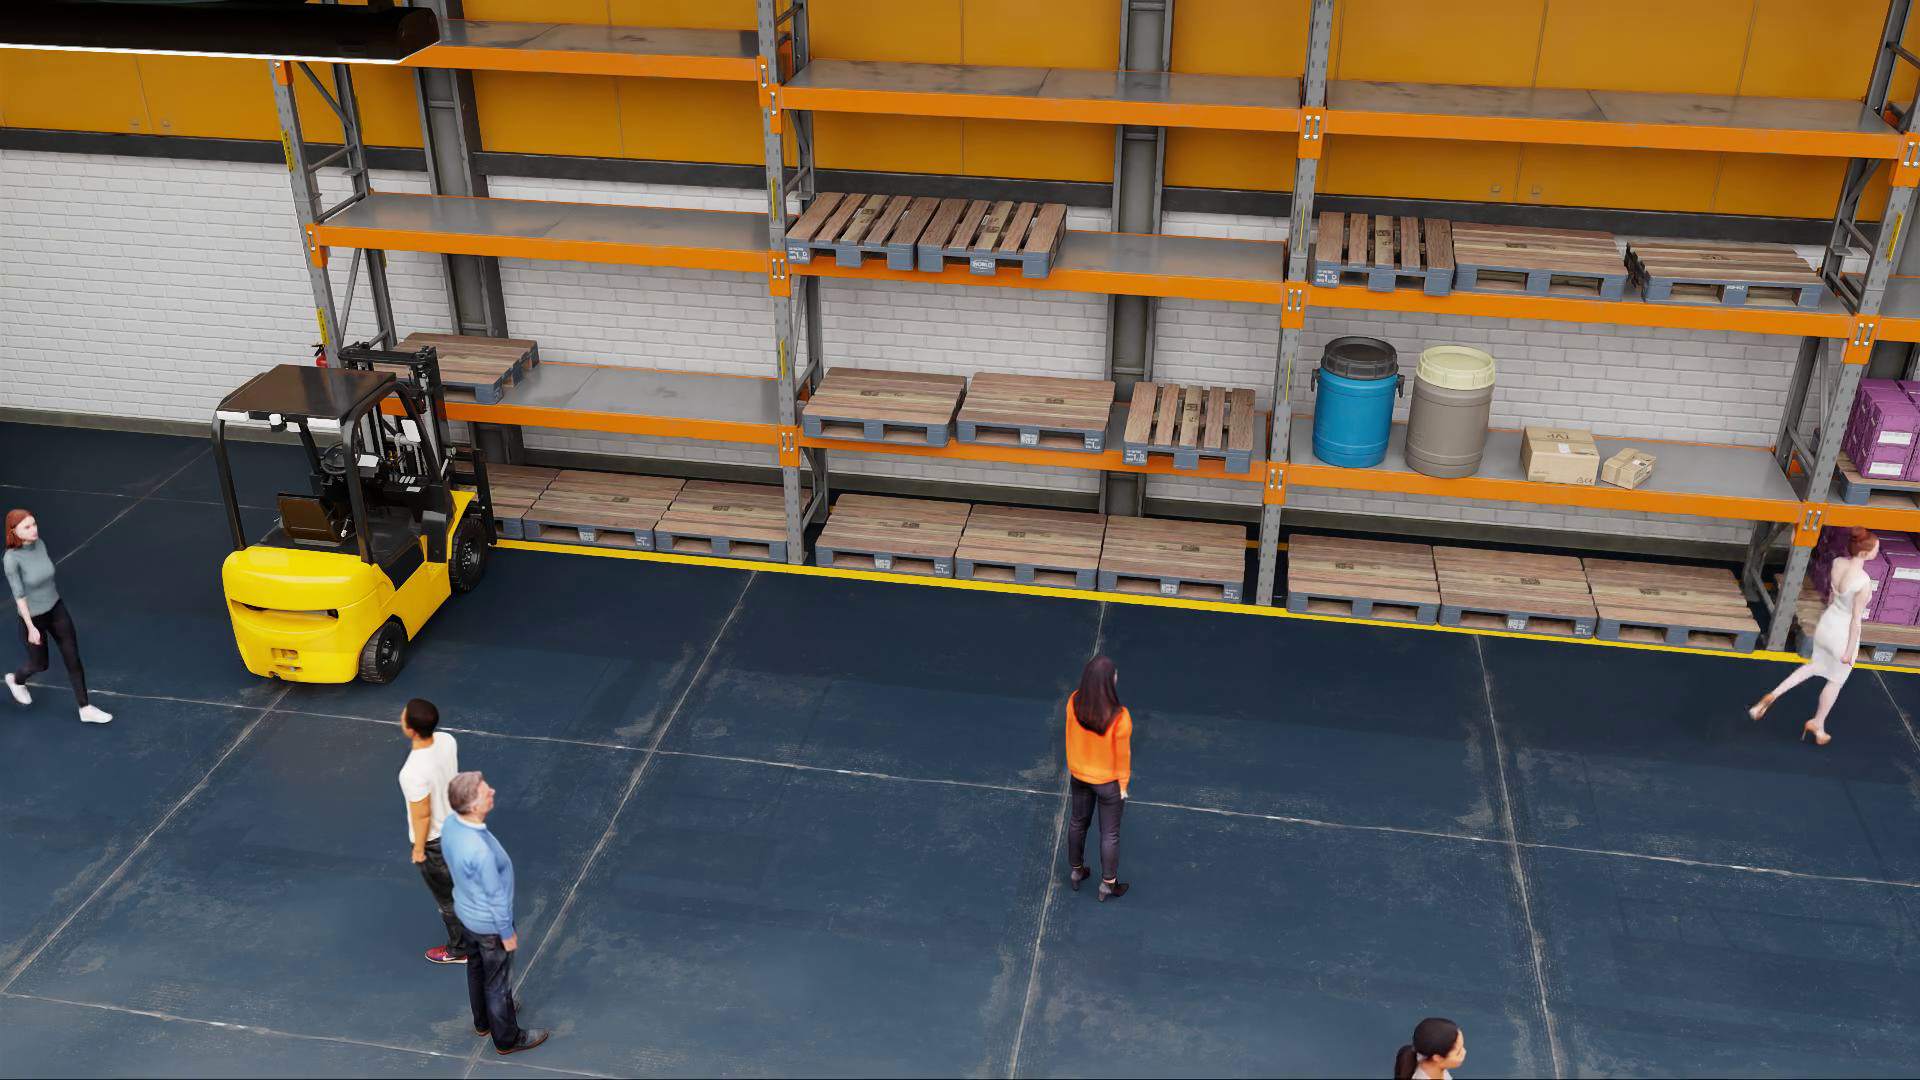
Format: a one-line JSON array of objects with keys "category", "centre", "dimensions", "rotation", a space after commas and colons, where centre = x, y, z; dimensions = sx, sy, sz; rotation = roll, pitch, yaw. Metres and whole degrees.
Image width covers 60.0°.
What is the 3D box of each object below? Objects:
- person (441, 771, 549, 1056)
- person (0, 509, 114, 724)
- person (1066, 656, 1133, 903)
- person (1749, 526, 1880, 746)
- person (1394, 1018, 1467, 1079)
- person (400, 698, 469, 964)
[{"category": "person", "centre": [-2.619, 2.033, 9.141], "dimensions": [0.801, 1.817, 0.720], "rotation": [-22, 35, -34]}, {"category": "person", "centre": [-6.647, 0.570, 11.924], "dimensions": [1.077, 1.719, 0.653], "rotation": [8, 30, 14]}, {"category": "person", "centre": [0.845, 1.465, 10.253], "dimensions": [0.656, 1.748, 0.766], "rotation": [22, 35, 34]}, {"category": "person", "centre": [6.028, 0.695, 11.638], "dimensions": [0.945, 1.775, 0.721], "rotation": [-2, 29, -4]}, {"category": "person", "centre": [2.004, 2.880, 7.671], "dimensions": [0.814, 1.737, 0.610], "rotation": [5, 29, 9]}, {"category": "person", "centre": [-3.057, 1.694, 9.774], "dimensions": [0.512, 1.805, 0.628], "rotation": [5, 29, 8]}]
